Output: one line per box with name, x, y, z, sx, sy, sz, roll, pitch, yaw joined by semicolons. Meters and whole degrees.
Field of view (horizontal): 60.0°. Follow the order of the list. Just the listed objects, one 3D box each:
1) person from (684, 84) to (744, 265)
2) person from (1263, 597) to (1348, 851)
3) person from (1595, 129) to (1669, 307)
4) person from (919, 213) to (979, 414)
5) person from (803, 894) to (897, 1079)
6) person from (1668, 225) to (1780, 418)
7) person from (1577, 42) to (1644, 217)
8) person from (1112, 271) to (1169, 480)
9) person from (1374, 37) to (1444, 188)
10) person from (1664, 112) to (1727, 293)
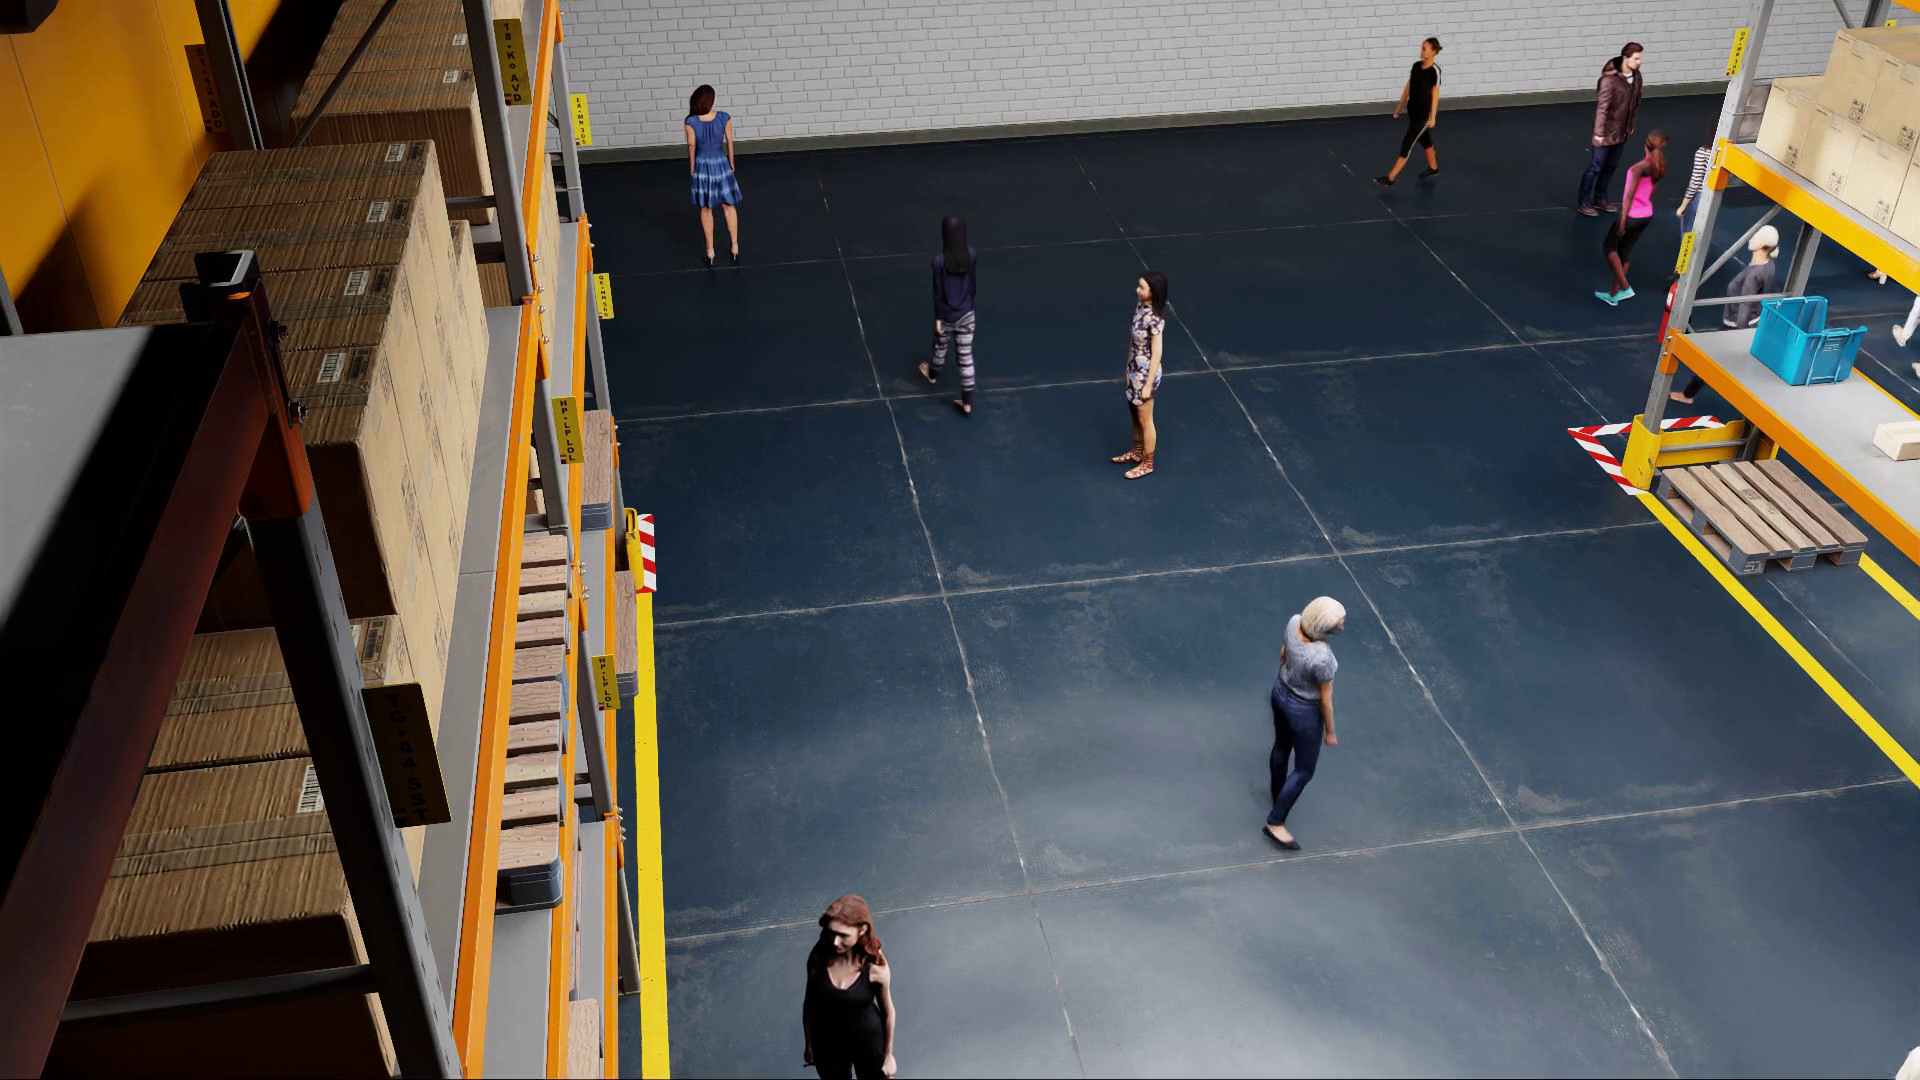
person;-2.451;-3.619;16.468;0.702;1.805;0.627;-11;35;-16
person;1.952;0.948;9.696;0.896;1.695;0.677;-24;40;-31
person;6.388;-2.975;15.593;0.682;1.701;0.759;-20;38;-27
person;0.001;-1.857;13.925;0.851;1.685;1.135;-18;37;-24
person;-0.491;2.279;7.648;0.661;1.747;0.641;7;34;10
person;6.565;-1.766;13.786;1.010;1.687;1.192;-29;43;-36
person;6.855;-4.338;17.516;0.838;1.842;0.807;-19;38;-26
person;1.444;-1.304;13.049;0.668;1.734;0.491;-9;35;-13
person;5.111;-4.676;18.224;0.760;1.622;1.102;-11;35;-16
person;7.065;-3.188;15.828;0.608;1.795;0.519;-9;35;-13
